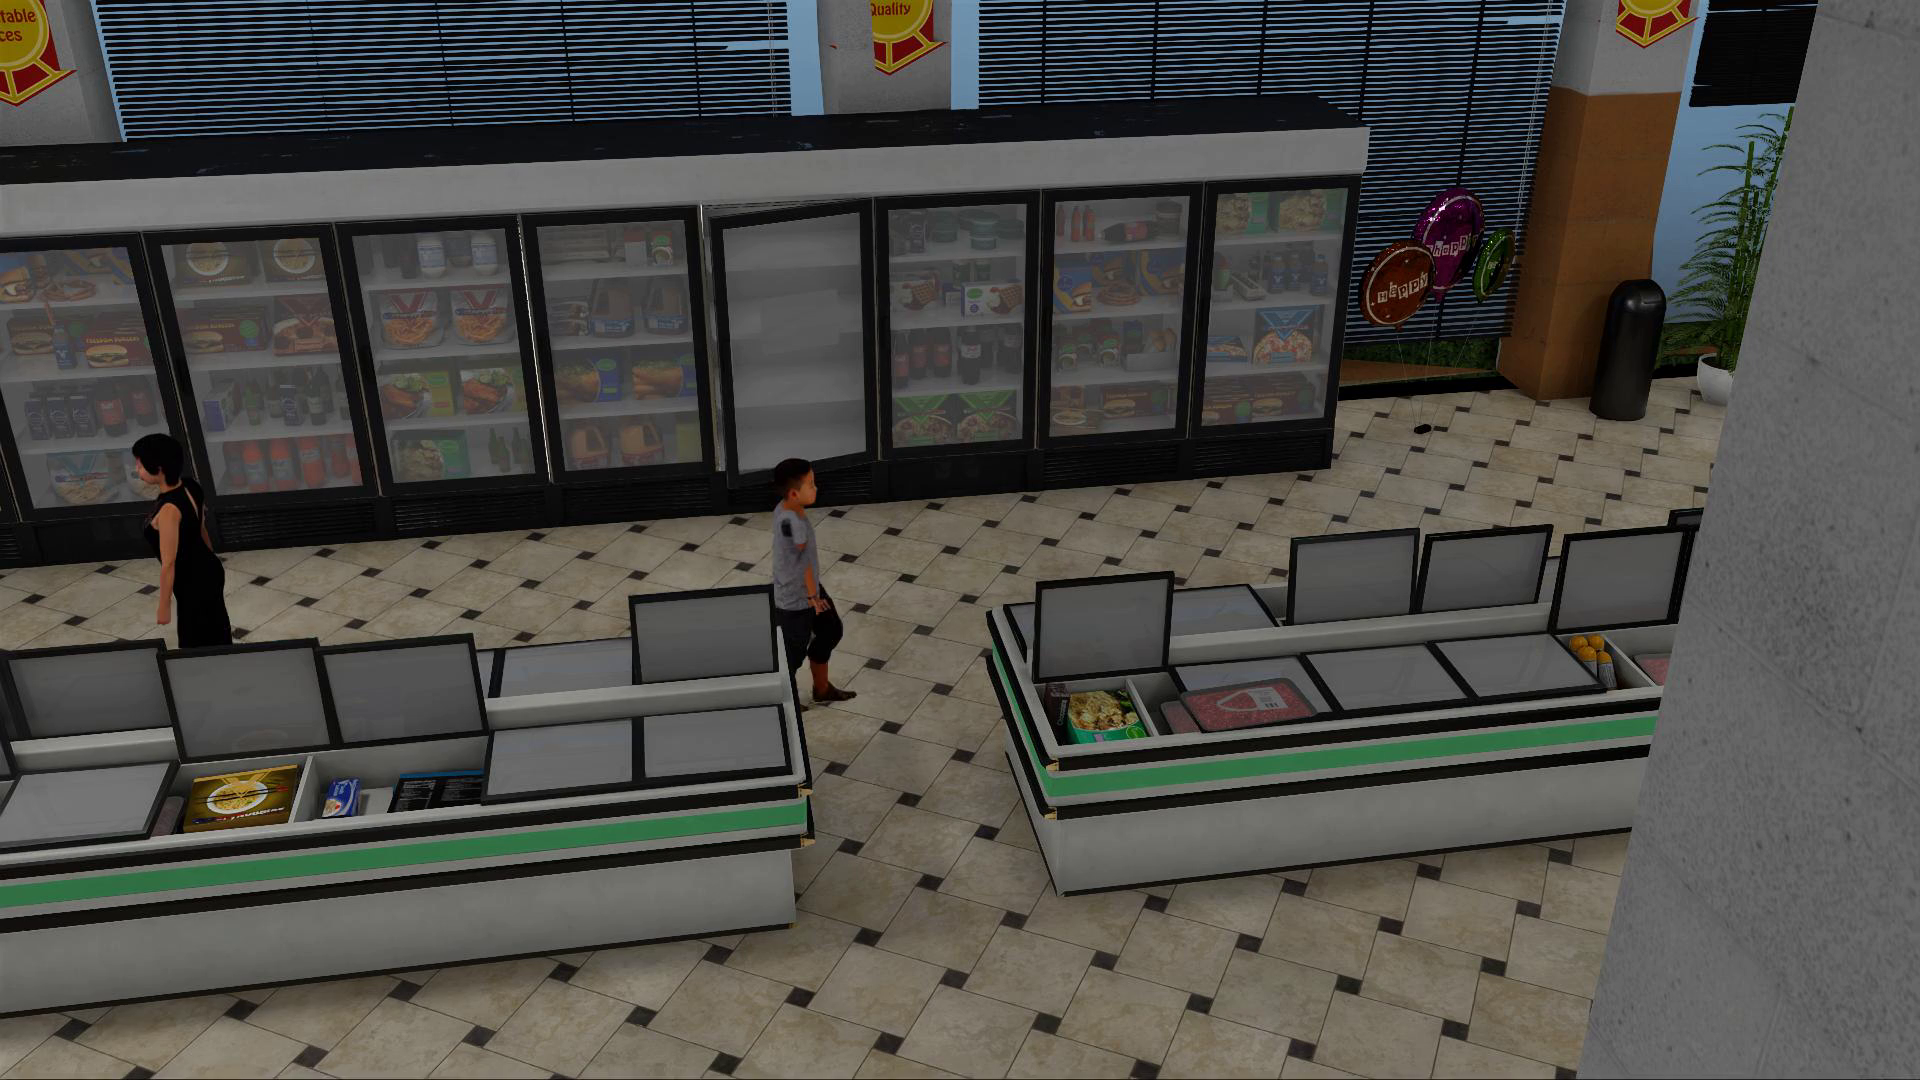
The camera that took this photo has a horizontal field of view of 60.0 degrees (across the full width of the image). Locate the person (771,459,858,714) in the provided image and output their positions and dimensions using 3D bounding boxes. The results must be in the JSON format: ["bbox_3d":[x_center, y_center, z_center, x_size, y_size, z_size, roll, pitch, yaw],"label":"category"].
[{"bbox_3d":[-0.876,0.217,8.237,0.682,1.443,0.602,-3,27,-7],"label":"person"}]

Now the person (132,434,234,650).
[{"bbox_3d":[-3.629,0.233,8.061,0.862,1.574,0.594,-4,27,-9],"label":"person"}]
